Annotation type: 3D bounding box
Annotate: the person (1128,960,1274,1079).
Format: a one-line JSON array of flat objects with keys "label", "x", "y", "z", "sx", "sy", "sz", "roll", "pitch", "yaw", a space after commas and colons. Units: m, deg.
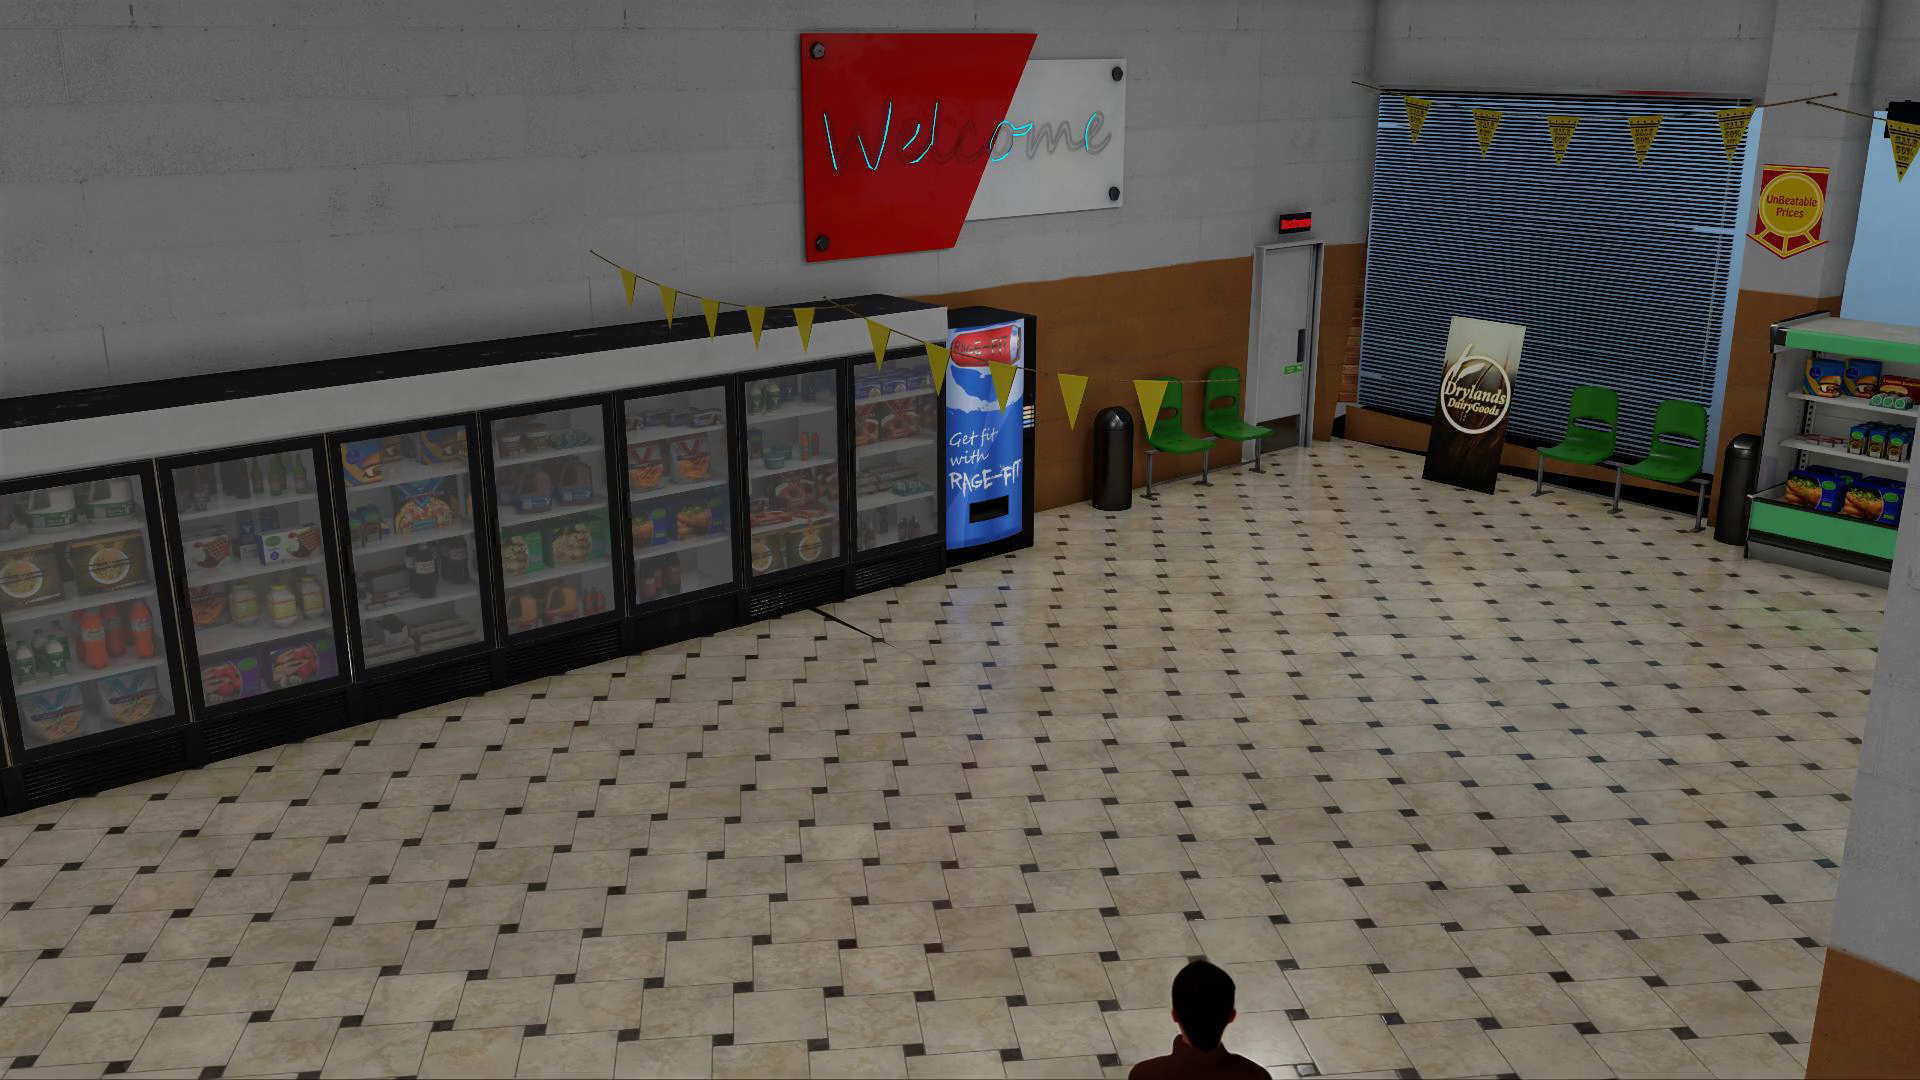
[{"label": "person", "x": 0.735, "y": 2.115, "z": 5.179, "sx": 0.709, "sy": 1.782, "sz": 0.753, "roll": 0, "pitch": 17, "yaw": 2}]
